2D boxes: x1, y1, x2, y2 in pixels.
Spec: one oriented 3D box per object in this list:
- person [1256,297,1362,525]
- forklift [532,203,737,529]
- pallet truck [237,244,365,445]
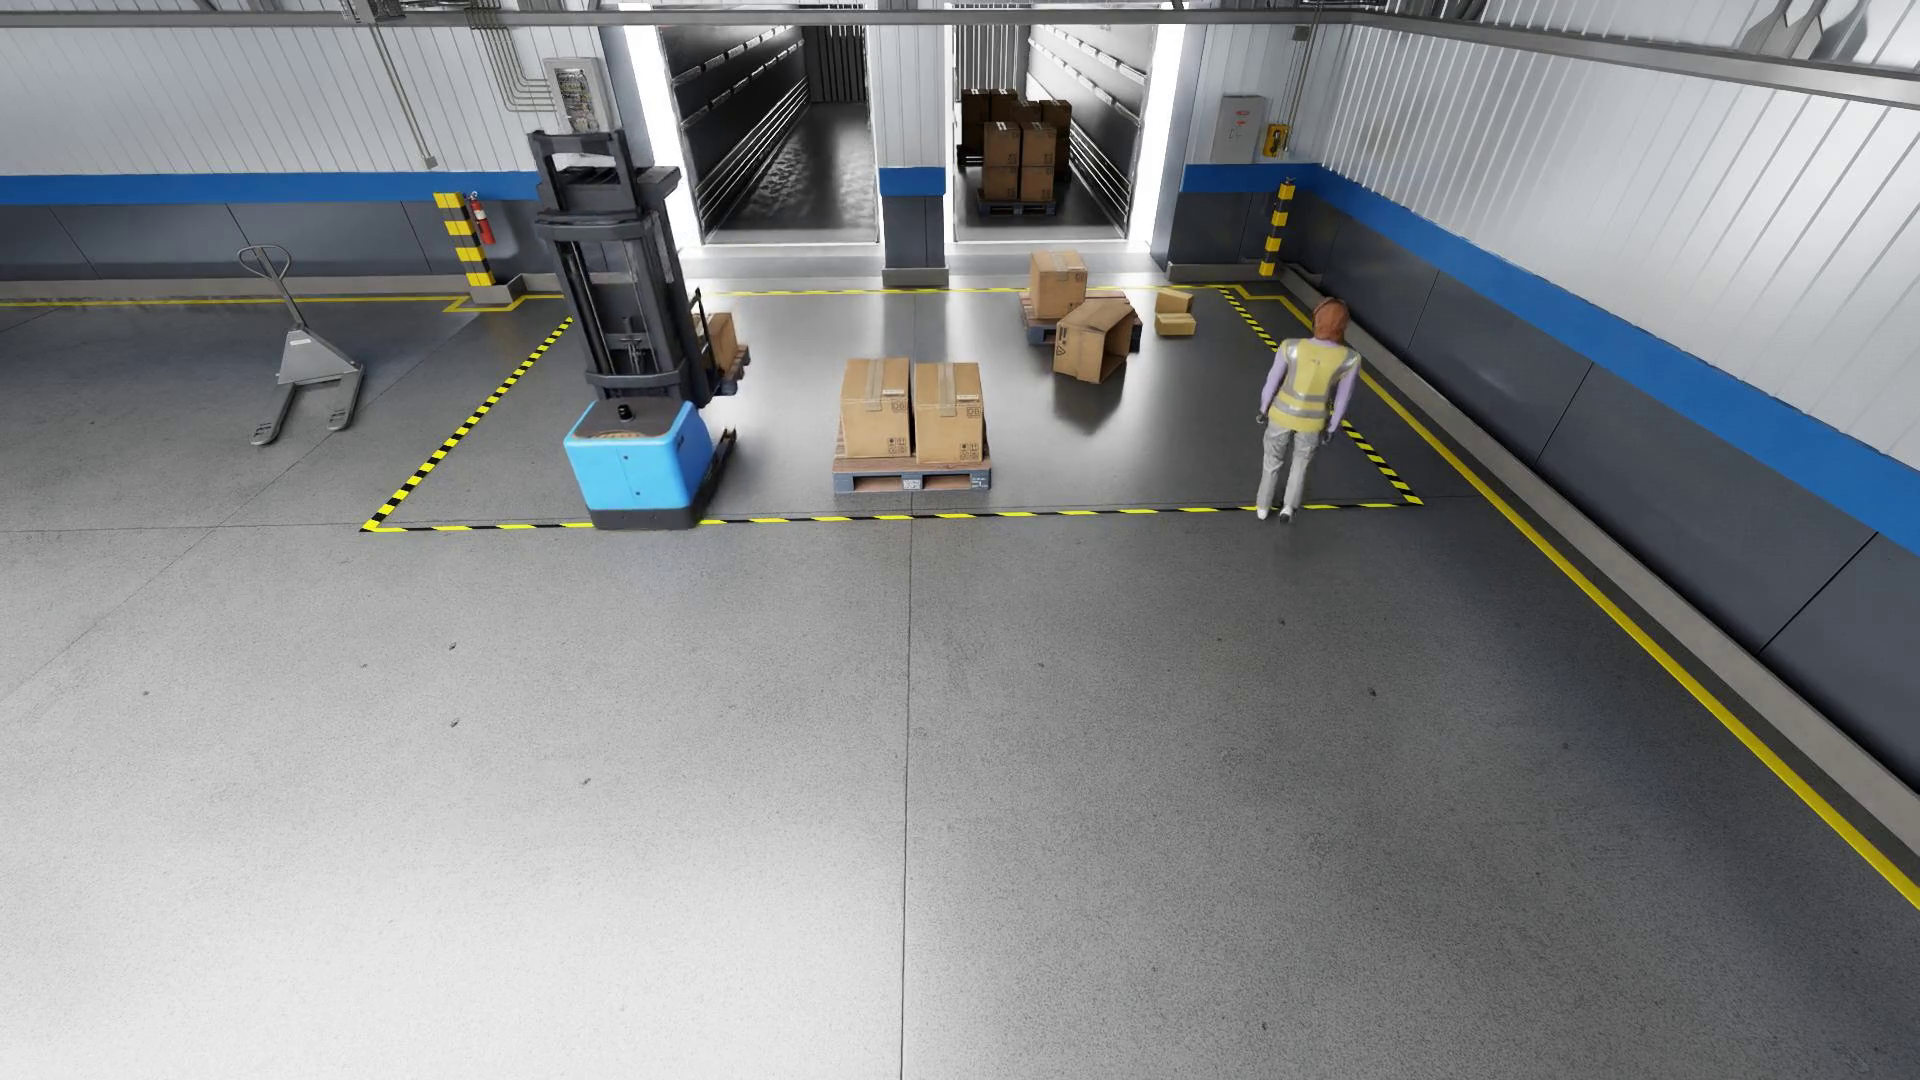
[{"bbox_3d":[2.225,-0.769,4.839,0.517,1.623,0.468,13,40,16],"label":"person"},{"bbox_3d":[-2.248,-1.106,4.930,0.716,2.013,0.776,-1,38,-1],"label":"forklift"},{"bbox_3d":[-5.915,-1.733,6.366,0.680,1.201,1.601,-18,42,-21],"label":"pallet truck"}]
